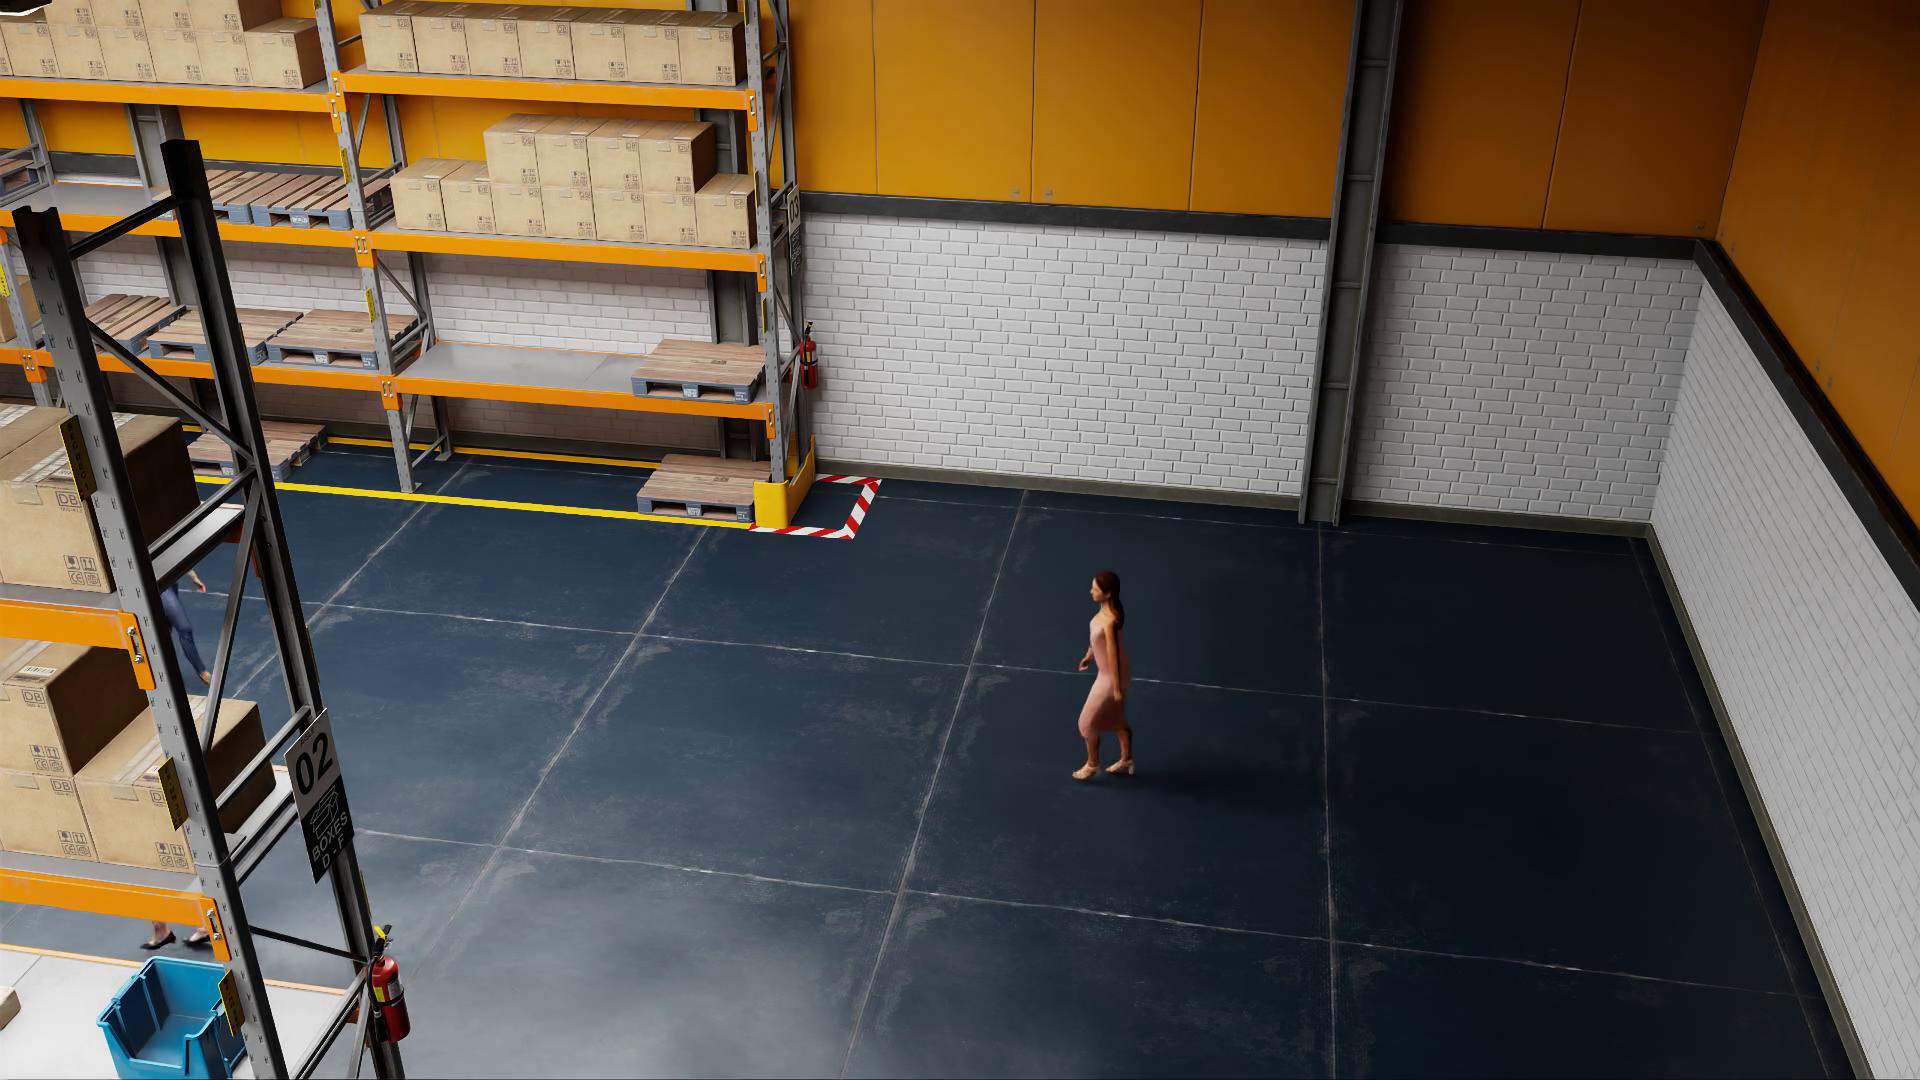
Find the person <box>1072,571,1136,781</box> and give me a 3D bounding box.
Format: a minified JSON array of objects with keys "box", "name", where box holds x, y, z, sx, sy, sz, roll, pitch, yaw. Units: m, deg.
[{"box":[1.238,1.040,12.542,0.704,1.806,0.598,4,29,7],"name":"person"}]
